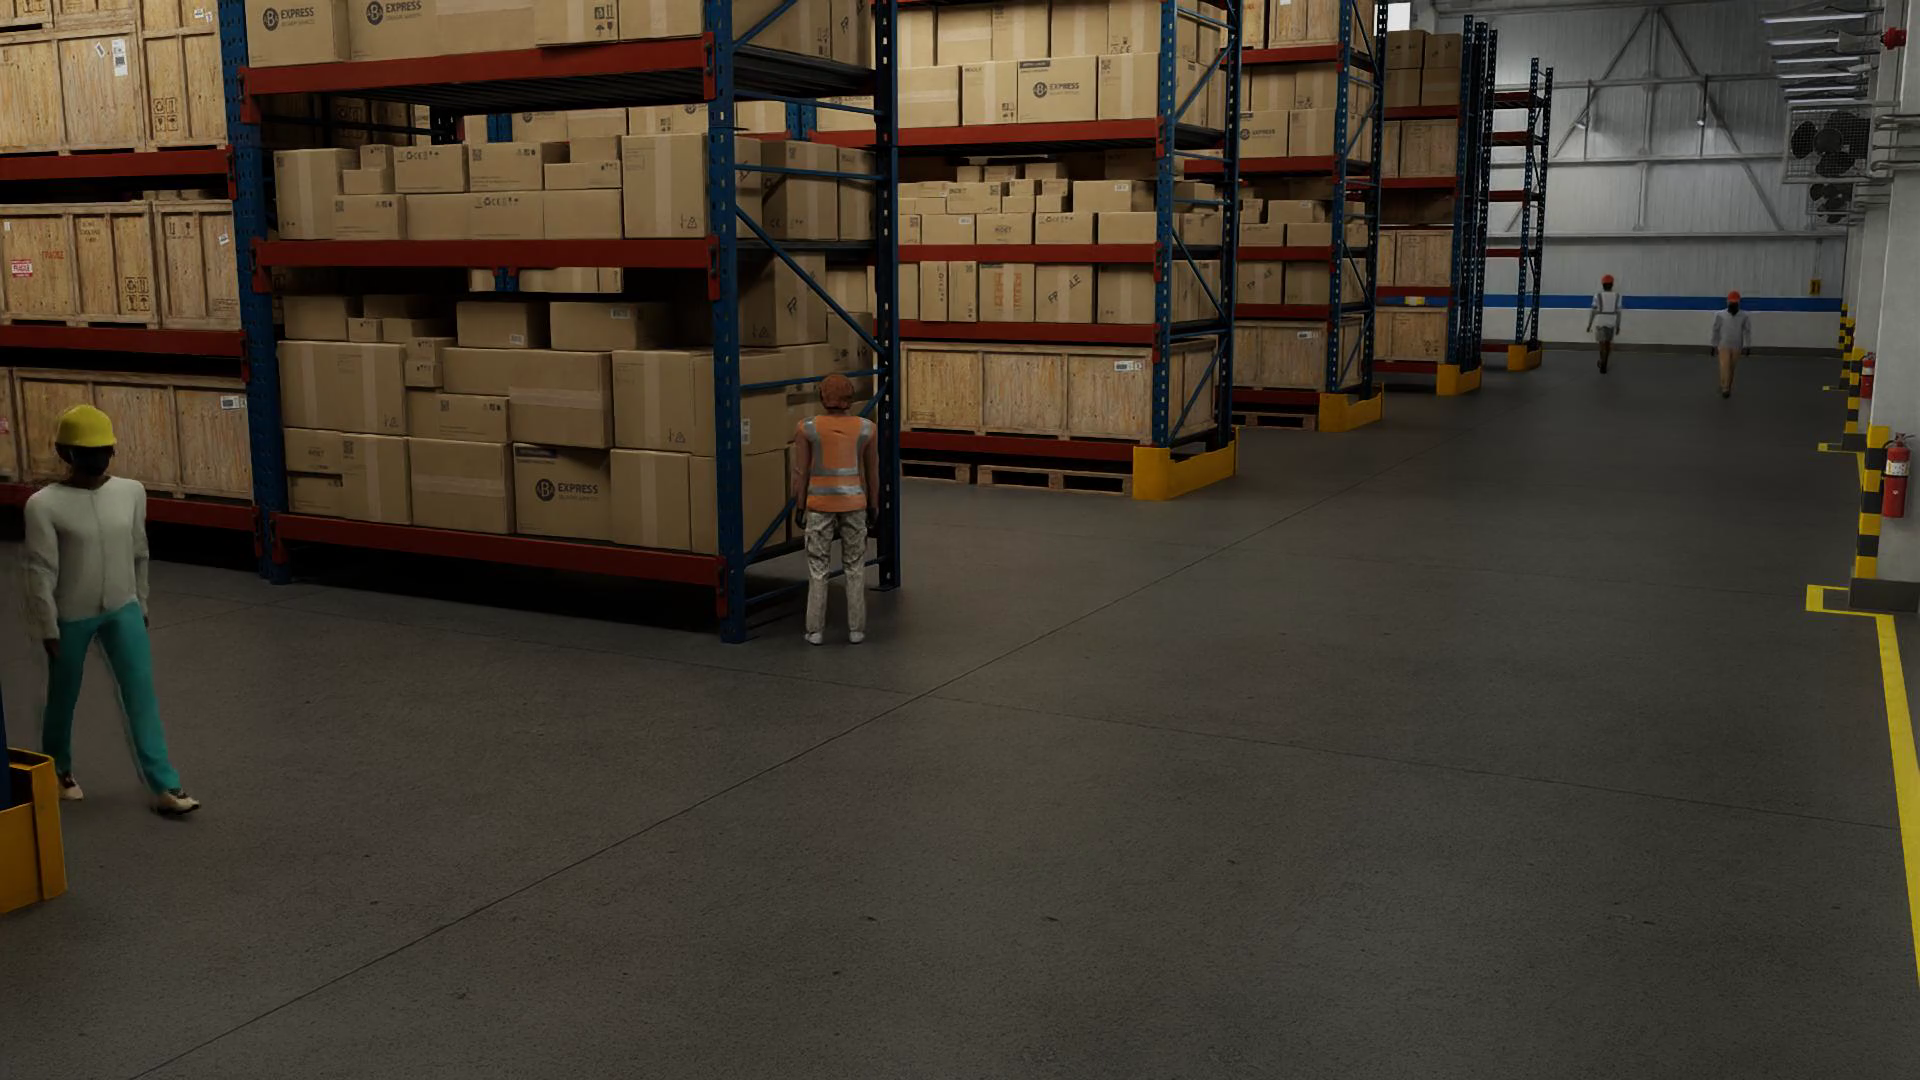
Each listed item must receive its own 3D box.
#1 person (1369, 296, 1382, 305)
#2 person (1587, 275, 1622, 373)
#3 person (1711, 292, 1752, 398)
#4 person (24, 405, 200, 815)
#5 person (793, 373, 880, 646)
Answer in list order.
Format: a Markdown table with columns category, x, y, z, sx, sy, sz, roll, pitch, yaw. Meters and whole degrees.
| category | x | y | z | sx | sy | sz | roll | pitch | yaw |
| --- | --- | --- | --- | --- | --- | --- | --- | --- | --- |
| person | 9.730 | -5.337 | 39.034 | 0.762 | 1.889 | 0.647 | 6 | 12 | 33 |
| person | 12.579 | -4.214 | 32.515 | 0.564 | 1.882 | 1.000 | 1 | 10 | 4 |
| person | 12.458 | -3.147 | 26.860 | 0.581 | 1.701 | 0.890 | 3 | 10 | 15 |
| person | -3.604 | 0.295 | 6.916 | 0.924 | 1.713 | 0.542 | 7 | 12 | 36 |
| person | -0.730 | -0.178 | 9.898 | 0.525 | 1.632 | 0.313 | -2 | 10 | -13 |
